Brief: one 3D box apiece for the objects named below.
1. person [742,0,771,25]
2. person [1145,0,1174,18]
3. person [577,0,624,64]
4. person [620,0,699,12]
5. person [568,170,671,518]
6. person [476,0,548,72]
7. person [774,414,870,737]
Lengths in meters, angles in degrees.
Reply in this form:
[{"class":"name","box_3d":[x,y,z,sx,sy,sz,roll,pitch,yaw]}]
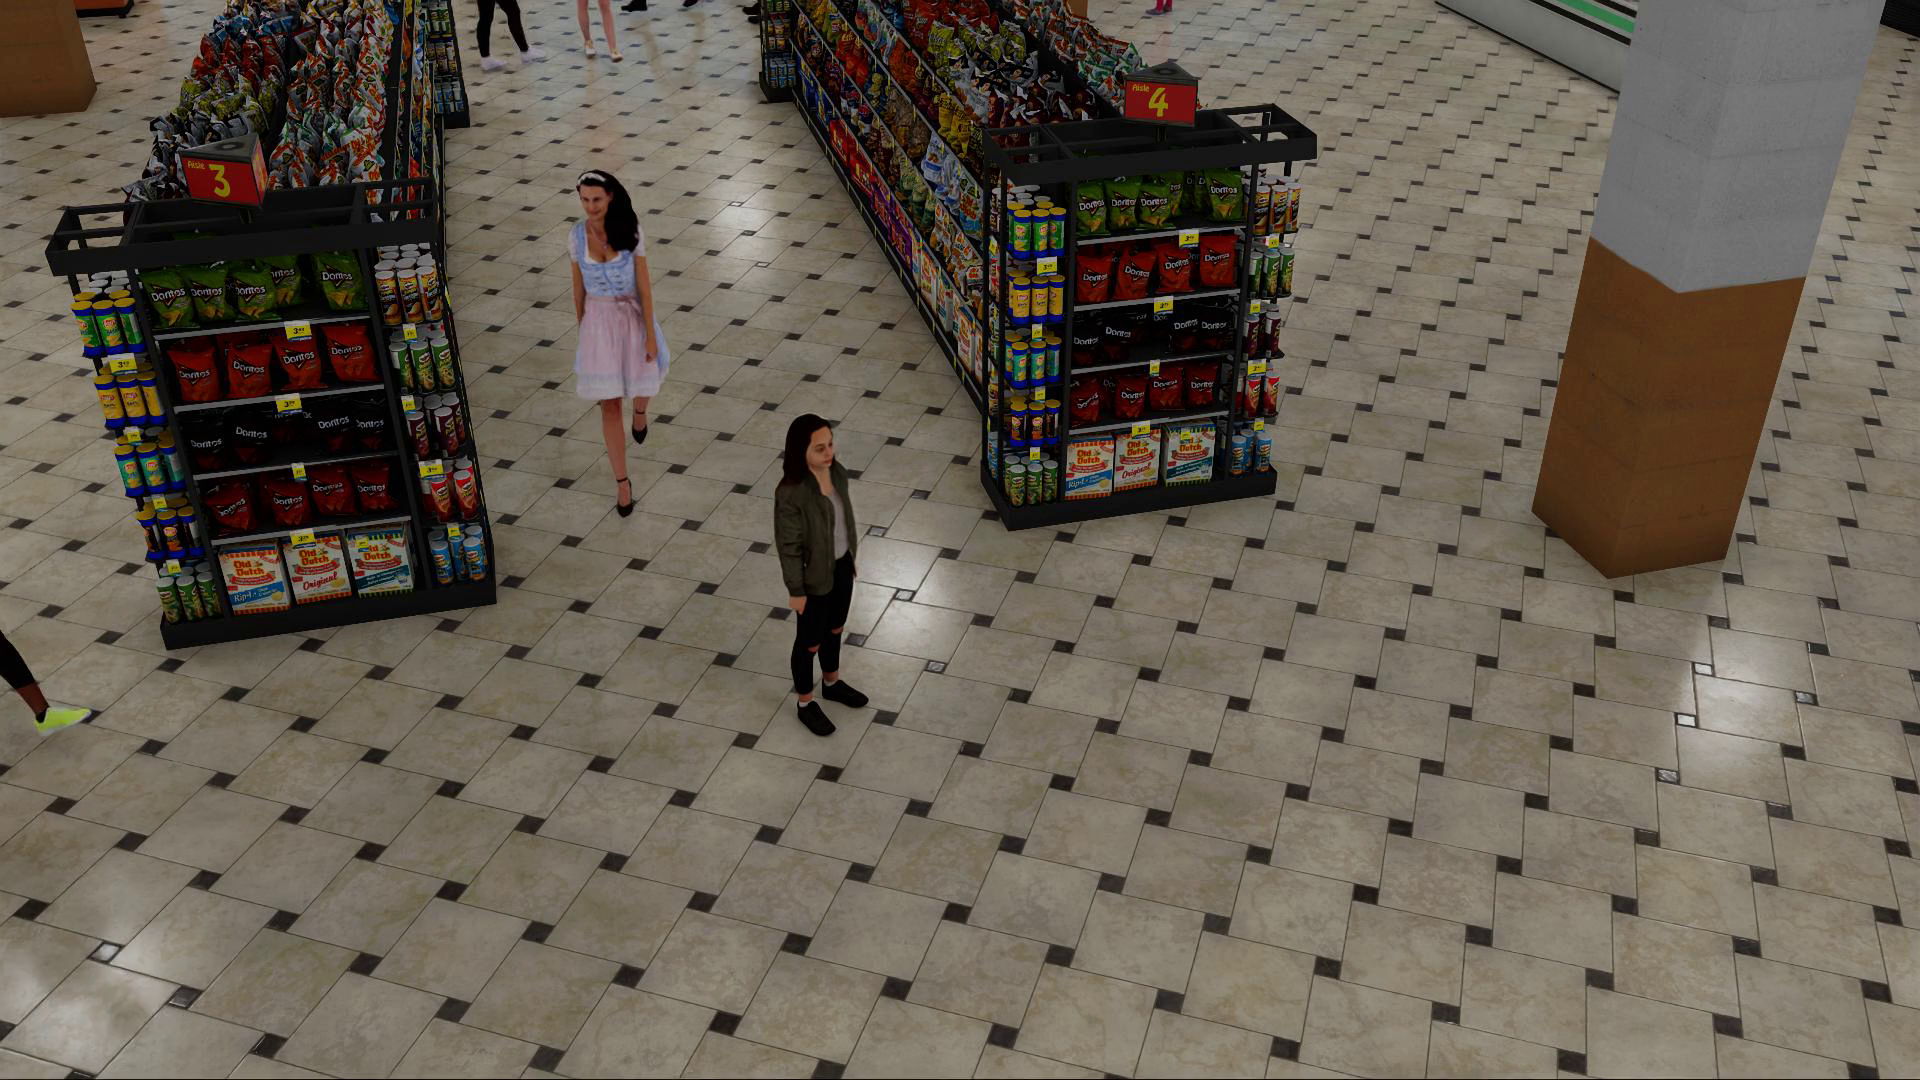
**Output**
[{"class":"person","box_3d":[-2.071,-6.138,16.834,0.924,1.811,0.787,13,34,20]},{"class":"person","box_3d":[2.131,-6.122,17.321,0.562,1.271,0.603,-25,40,-34]},{"class":"person","box_3d":[-3.556,-5.441,15.806,0.659,1.715,1.095,-12,34,-19]},{"class":"person","box_3d":[-3.049,-6.465,17.310,1.266,1.864,1.183,26,40,35]},{"class":"person","box_3d":[-1.772,-1.086,8.745,0.741,1.780,1.175,-5,32,-8]},{"class":"person","box_3d":[-4.457,-5.185,15.488,0.848,1.617,0.908,-20,37,-28]},{"class":"person","box_3d":[-0.599,0.133,7.075,0.700,1.476,0.654,20,37,28]}]
